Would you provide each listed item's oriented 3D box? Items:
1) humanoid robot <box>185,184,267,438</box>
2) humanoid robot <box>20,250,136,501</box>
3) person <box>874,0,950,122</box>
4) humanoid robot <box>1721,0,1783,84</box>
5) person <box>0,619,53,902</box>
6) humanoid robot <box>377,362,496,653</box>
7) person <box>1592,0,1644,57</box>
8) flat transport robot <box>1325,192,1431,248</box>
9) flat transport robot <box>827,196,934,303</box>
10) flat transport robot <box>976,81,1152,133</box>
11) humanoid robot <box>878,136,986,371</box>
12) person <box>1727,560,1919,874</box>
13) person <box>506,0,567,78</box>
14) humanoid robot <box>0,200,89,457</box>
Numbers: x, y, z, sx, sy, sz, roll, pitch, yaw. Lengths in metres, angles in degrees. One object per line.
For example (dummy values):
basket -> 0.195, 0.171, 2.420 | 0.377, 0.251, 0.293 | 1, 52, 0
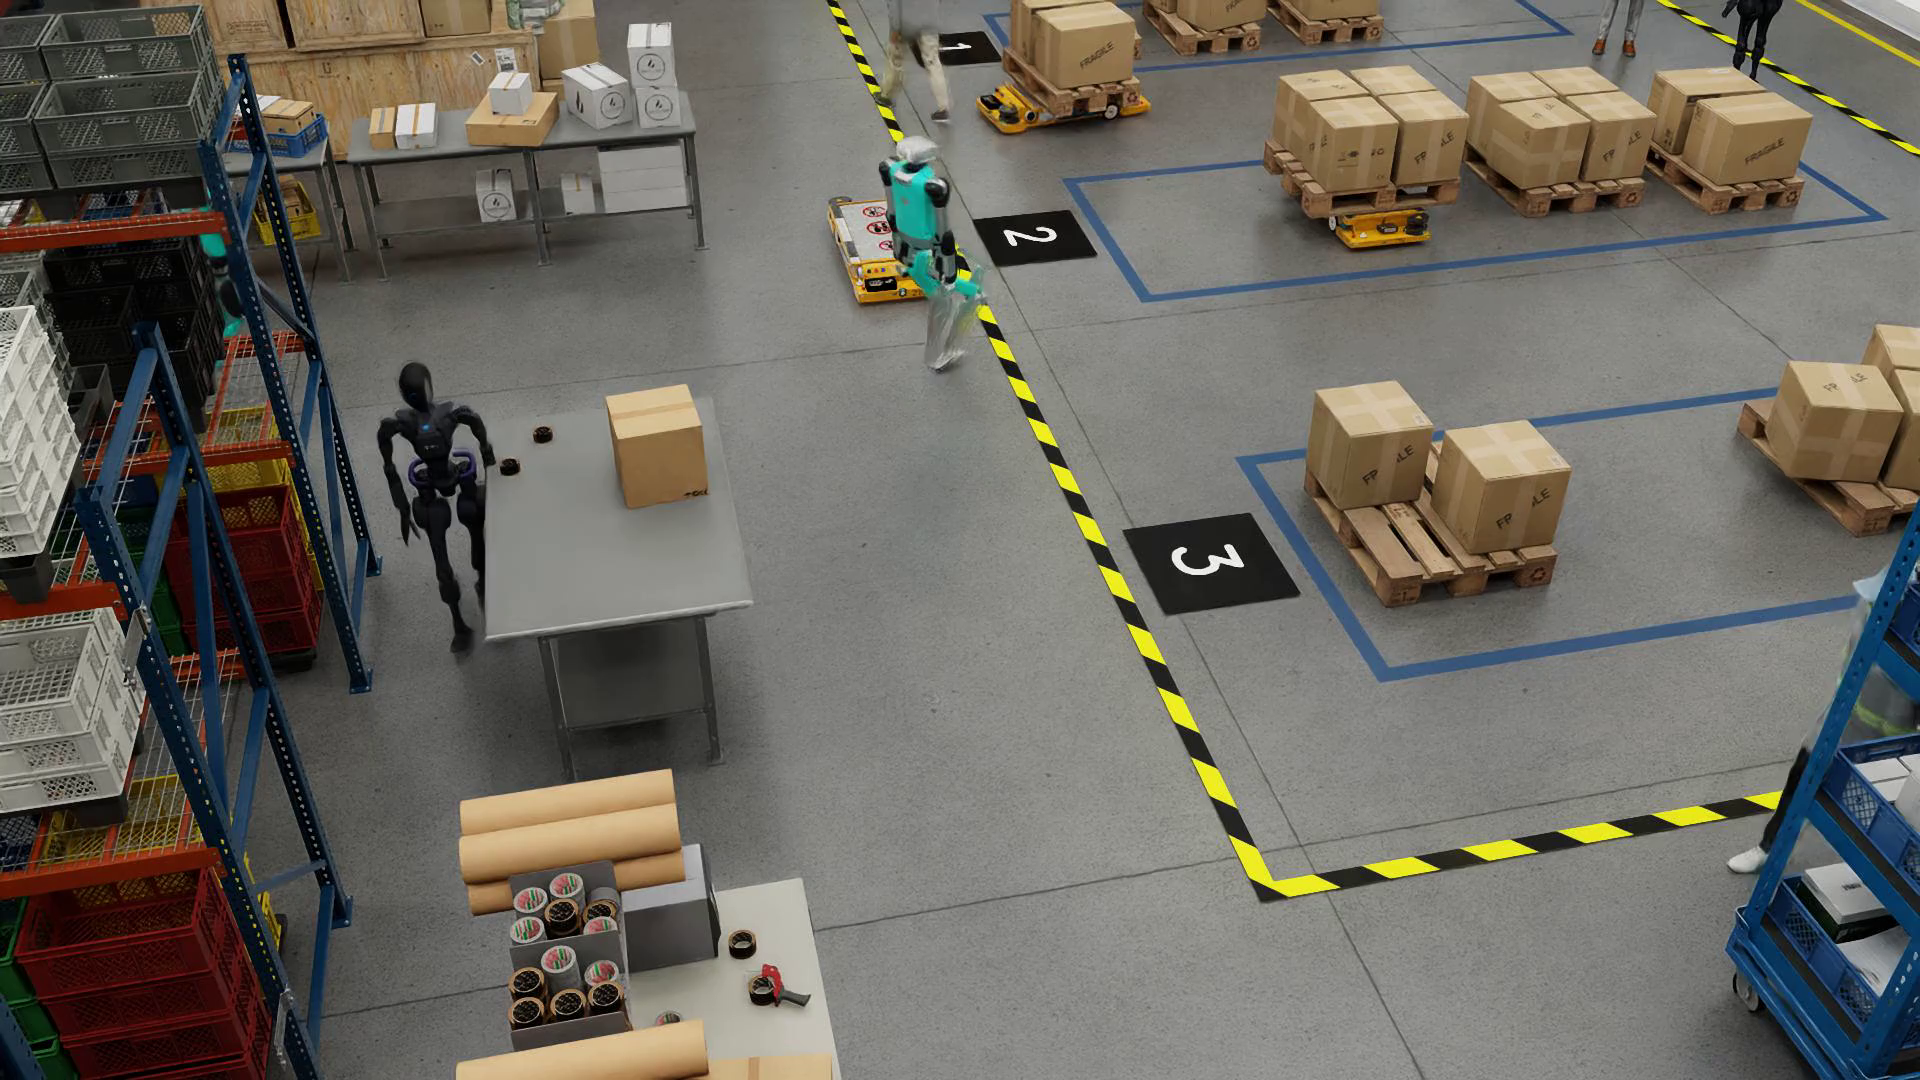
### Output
humanoid robot -> -4.740, -1.396, 10.264 | 0.551, 1.866, 0.820 | 28, 45, 32
humanoid robot -> -5.145, -1.007, 9.730 | 0.350, 1.652, 0.616 | -15, 39, -19
person -> -0.397, -4.506, 14.387 | 0.589, 1.715, 0.929 | -24, 43, -29
humanoid robot -> 7.176, -4.891, 14.937 | 0.599, 1.654, 0.315 | -14, 39, -19
person -> -4.126, 0.878, 7.062 | 0.431, 1.837, 0.623 | 30, 46, 34
humanoid robot -> -2.637, -0.206, 8.660 | 0.604, 1.642, 0.652 | -9, 38, -12
person -> 6.357, -5.490, 15.580 | 0.586, 1.885, 0.362 | 8, 37, 11
flat transport robot -> 3.134, -2.740, 13.213 | 0.652, 0.197, 1.431 | -8, 37, -10
flat transport robot -> -0.570, -2.220, 12.538 | 0.659, 0.231, 1.431 | -8, 37, -10
flat transport robot -> 0.924, -3.932, 14.815 | 1.431, 0.197, 0.652 | -13, 39, -17
humanoid robot -> -0.113, -1.821, 10.814 | 0.554, 1.826, 0.794 | 28, 45, 32
person -> 3.967, 0.802, 7.173 | 0.762, 1.825, 0.597 | -3, 37, -4
person -> -3.531, -4.340, 13.992 | 0.412, 1.939, 0.602 | 24, 43, 28
humanoid robot -> -5.523, -1.287, 10.005 | 0.677, 1.753, 0.544 | 29, 45, 33
